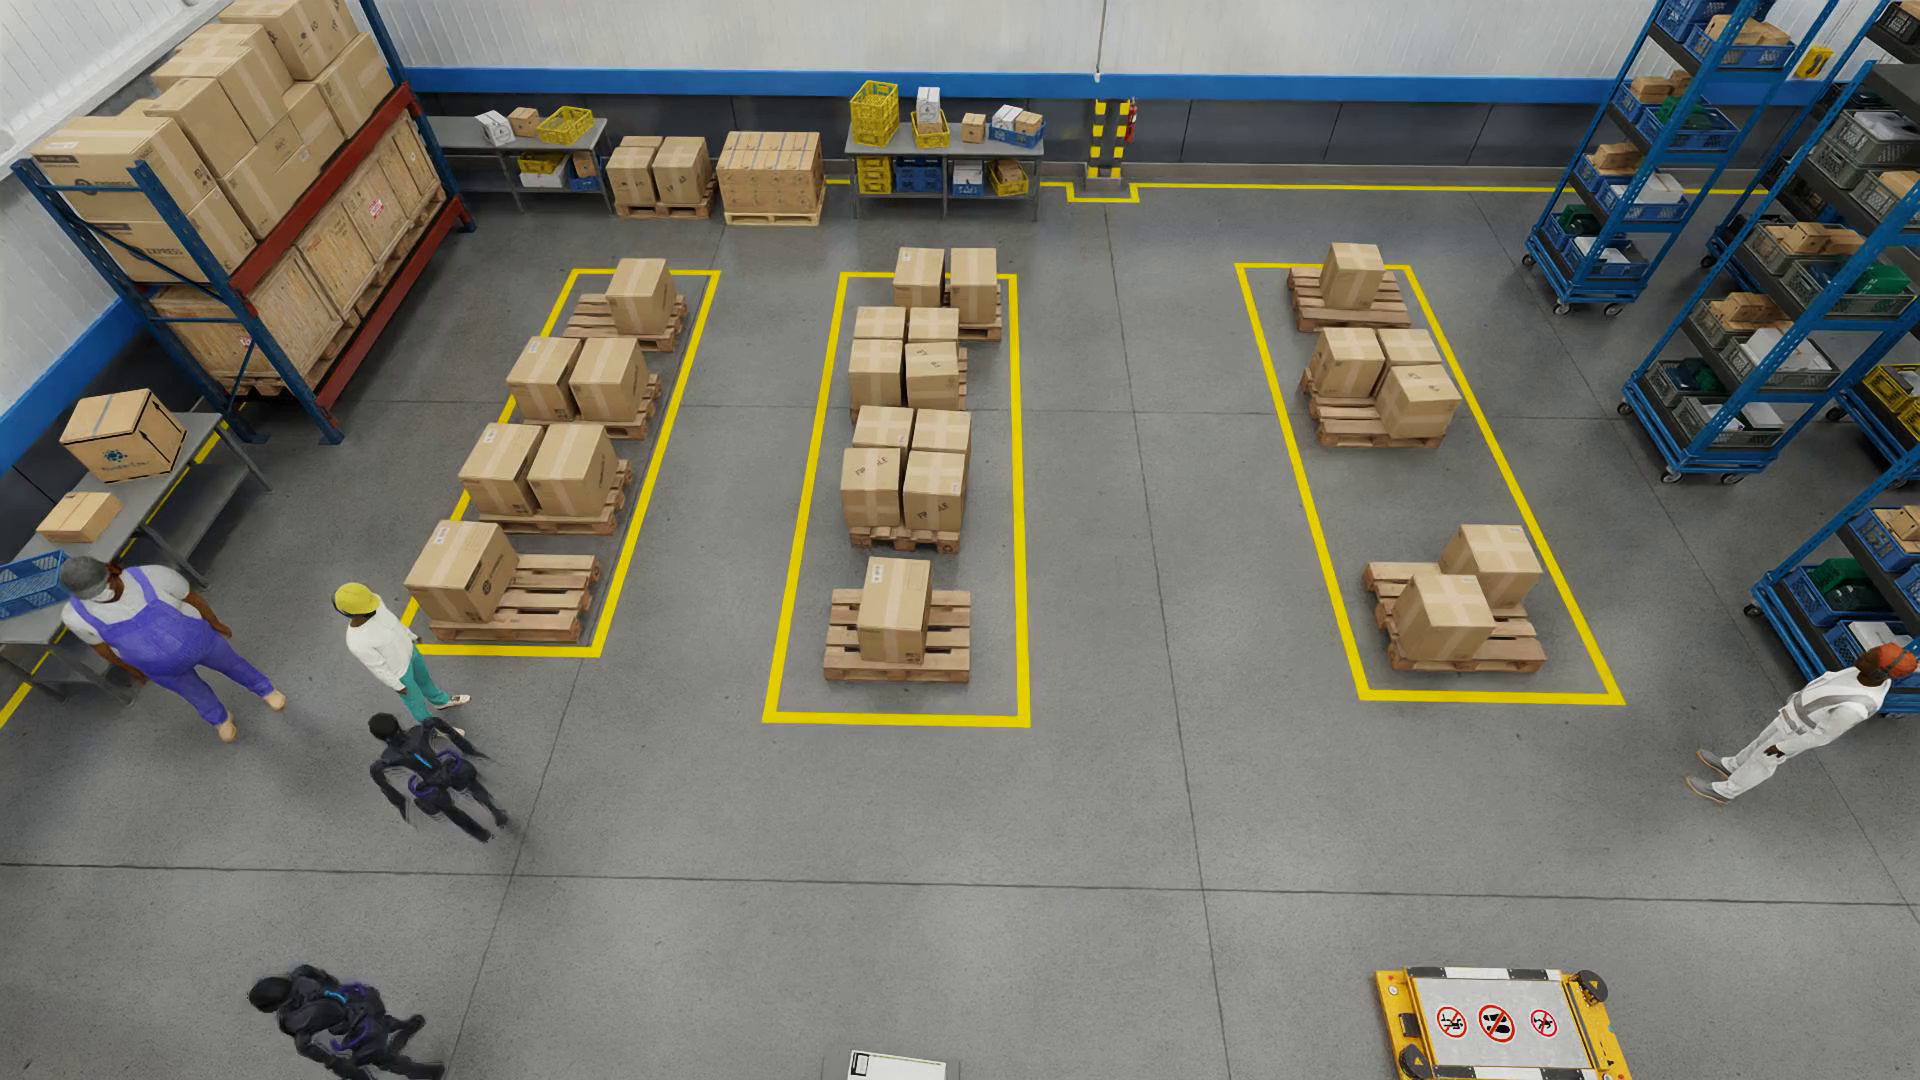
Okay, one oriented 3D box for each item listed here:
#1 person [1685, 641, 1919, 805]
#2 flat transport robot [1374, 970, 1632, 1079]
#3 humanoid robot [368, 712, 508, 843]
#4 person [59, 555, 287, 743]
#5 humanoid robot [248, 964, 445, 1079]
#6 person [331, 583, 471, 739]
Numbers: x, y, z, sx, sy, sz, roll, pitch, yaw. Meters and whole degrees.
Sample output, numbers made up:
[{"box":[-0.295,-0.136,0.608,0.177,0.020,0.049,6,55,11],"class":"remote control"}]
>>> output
[{"box":[5.843,1.290,6.393,0.354,1.882,0.576,37,60,26],"class":"person"},{"box":[3.501,3.133,5.914,1.431,0.197,0.652,1,51,1],"class":"flat transport robot"},{"box":[-3.579,1.624,6.256,0.390,1.650,0.620,27,56,20],"class":"humanoid robot"},{"box":[-5.744,0.784,6.705,0.682,2.000,0.536,-37,60,-26],"class":"person"},{"box":[-3.515,2.805,5.297,0.340,1.635,0.632,-22,54,-17],"class":"humanoid robot"},{"box":[-4.133,0.889,6.799,0.324,1.760,0.523,-8,51,-6],"class":"person"}]
